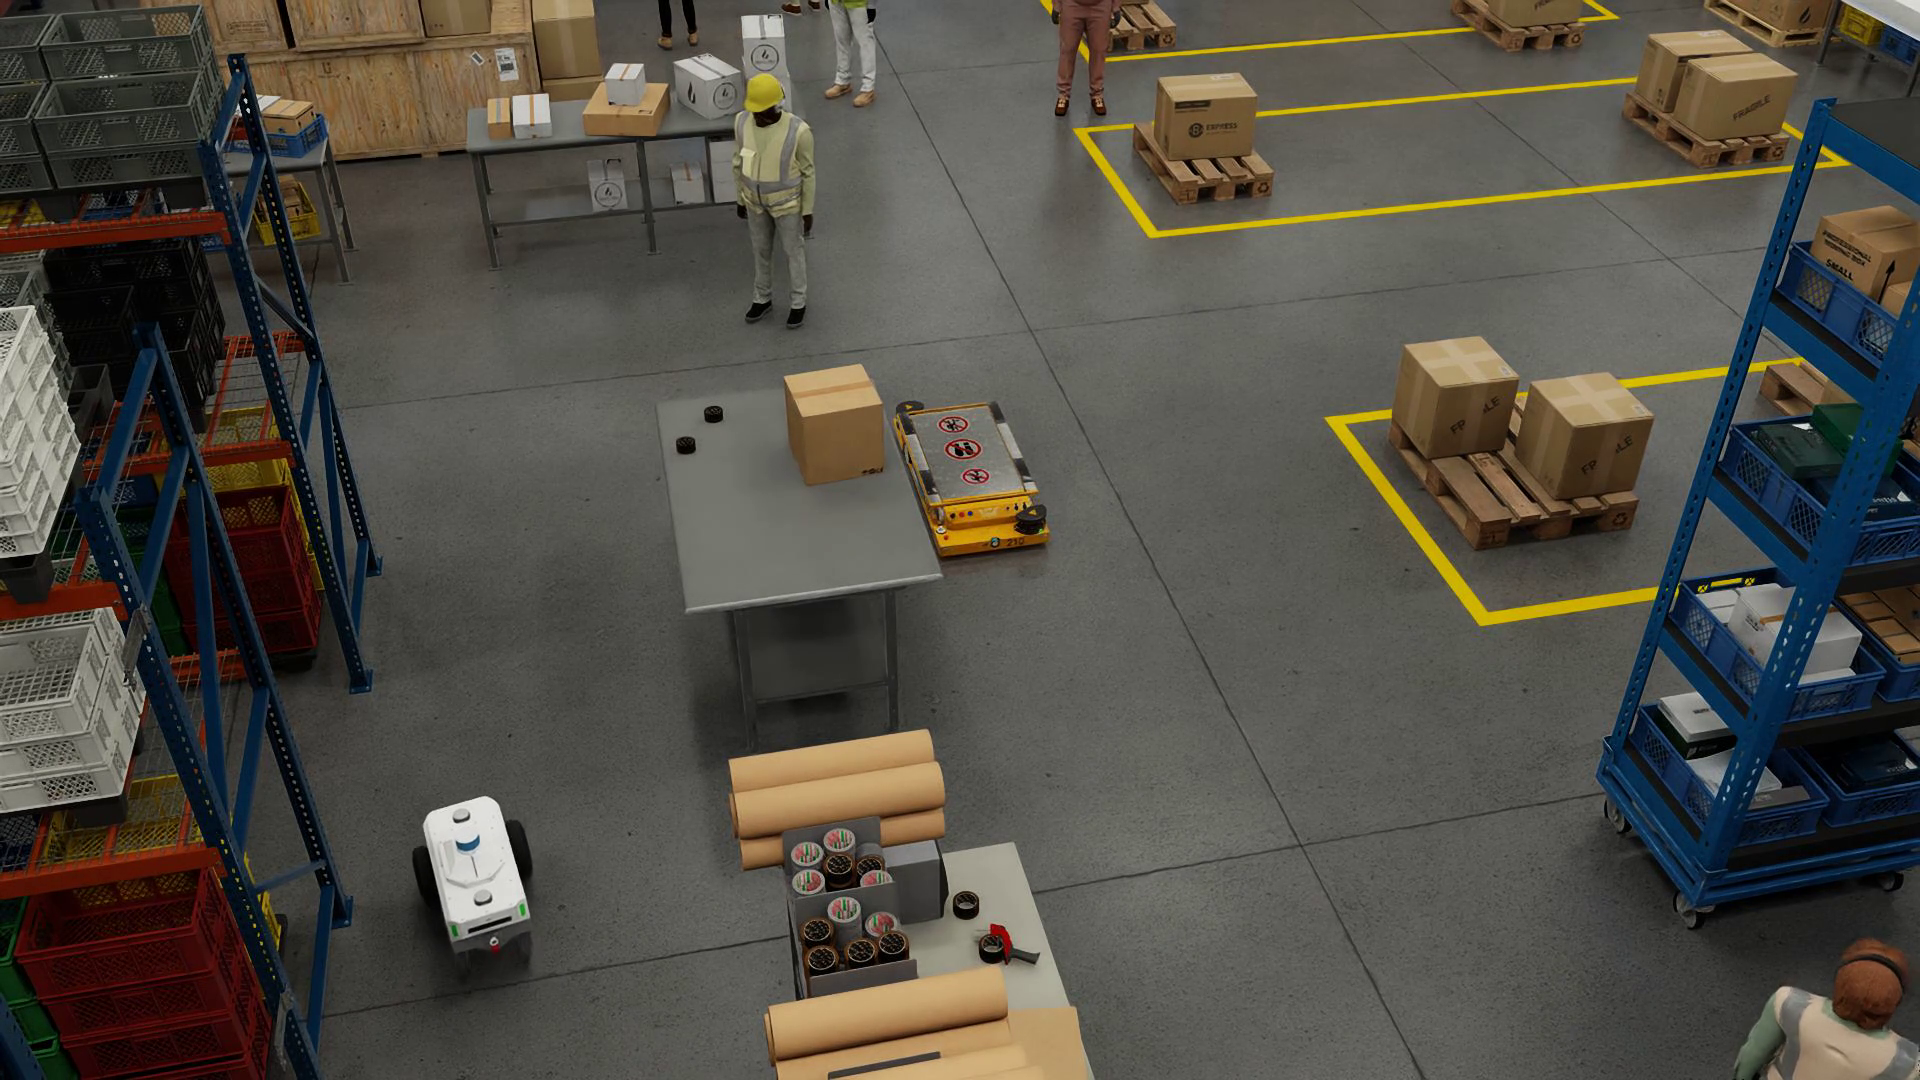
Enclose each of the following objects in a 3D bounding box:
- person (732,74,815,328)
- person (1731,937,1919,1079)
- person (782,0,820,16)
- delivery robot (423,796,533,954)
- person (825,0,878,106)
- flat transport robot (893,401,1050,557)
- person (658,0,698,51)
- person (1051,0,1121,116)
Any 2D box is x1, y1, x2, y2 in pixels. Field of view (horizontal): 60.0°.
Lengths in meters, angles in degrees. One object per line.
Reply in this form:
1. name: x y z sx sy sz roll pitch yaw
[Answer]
1. person: -1.275 -2.310 11.345 0.587 1.821 0.404 12 38 16
2. person: 2.904 1.989 5.726 0.522 1.630 0.321 25 44 30
3. person: -1.620 -6.178 16.504 0.533 1.871 0.320 -19 41 -24
4. delivery robot: -2.115 1.453 7.266 0.477 0.478 0.707 -15 39 -19
5. person: -0.968 -4.763 14.626 0.625 1.843 0.429 25 43 29
6. flat transport robot: 0.046 -0.430 10.108 0.652 0.197 1.431 -8 37 -10
7. person: -2.761 -5.503 15.739 0.534 1.696 0.322 -14 39 -18
8. person: 1.096 -4.627 14.389 0.642 1.909 0.410 -1 37 -1
